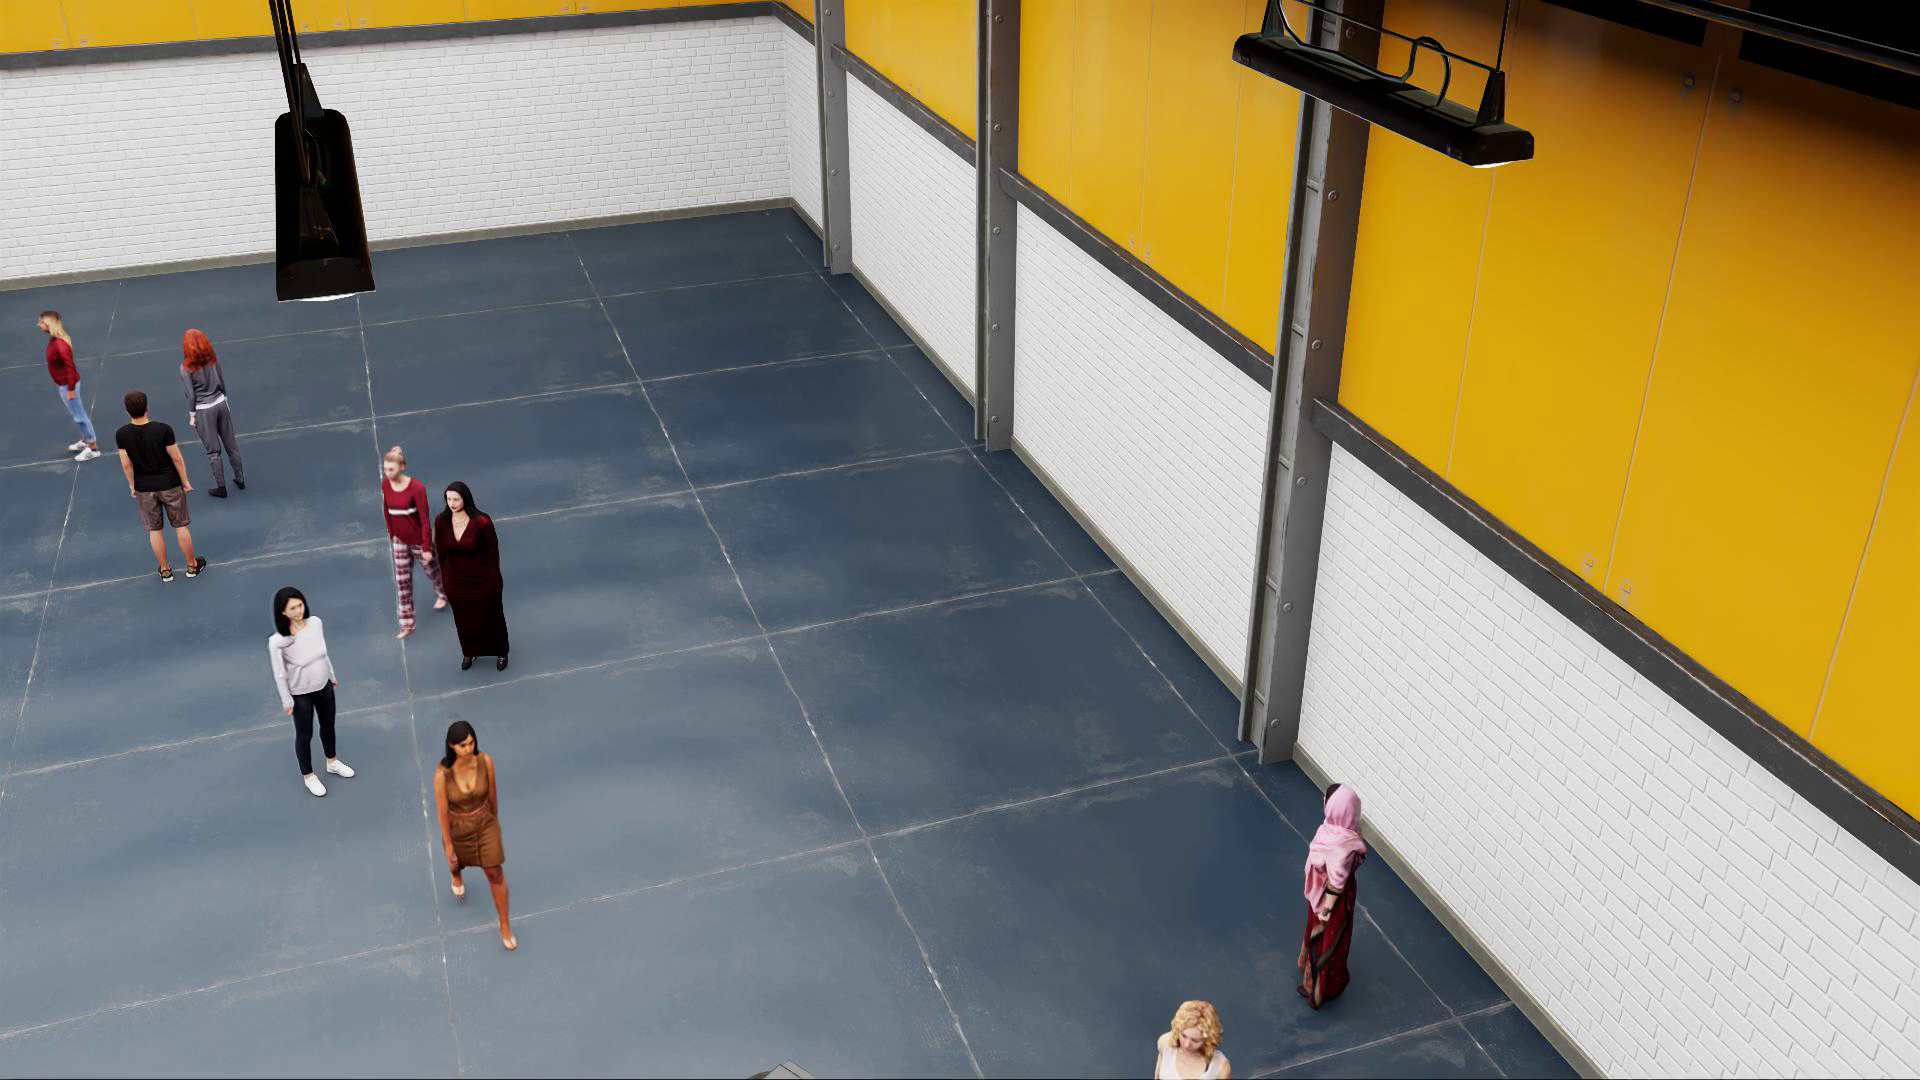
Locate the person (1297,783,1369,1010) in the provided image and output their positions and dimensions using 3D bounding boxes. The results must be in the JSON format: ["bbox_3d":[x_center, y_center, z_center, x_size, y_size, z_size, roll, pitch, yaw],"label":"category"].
[{"bbox_3d":[2.340,2.192,10.421,0.823,1.637,0.735,8,30,14],"label":"person"}]

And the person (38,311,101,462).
[{"bbox_3d":[-9.357,-1.637,17.446,0.700,1.633,0.513,-16,33,-27],"label":"person"}]

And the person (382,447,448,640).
[{"bbox_3d":[-4.713,-0.028,14.471,0.967,1.656,1.145,5,29,9],"label":"person"}]

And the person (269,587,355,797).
[{"bbox_3d":[-4.846,1.092,12.372,0.744,1.700,0.704,16,32,27],"label":"person"}]

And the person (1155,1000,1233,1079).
[{"bbox_3d":[1.268,3.042,8.863,1.017,1.638,1.026,18,33,29],"label":"person"}]

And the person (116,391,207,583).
[{"bbox_3d":[-7.298,-0.495,15.113,0.663,1.862,0.569,-9,30,-16],"label":"person"}]

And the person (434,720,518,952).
[{"bbox_3d":[-3.260,1.886,10.964,0.723,1.654,1.127,-16,32,-27],"label":"person"}]

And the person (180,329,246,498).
[{"bbox_3d":[-7.496,-1.281,16.639,0.687,1.780,0.656,18,33,29],"label":"person"}]

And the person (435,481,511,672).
[{"bbox_3d":[-4.036,0.299,13.768,0.760,1.756,0.760,2,29,3],"label":"person"}]
